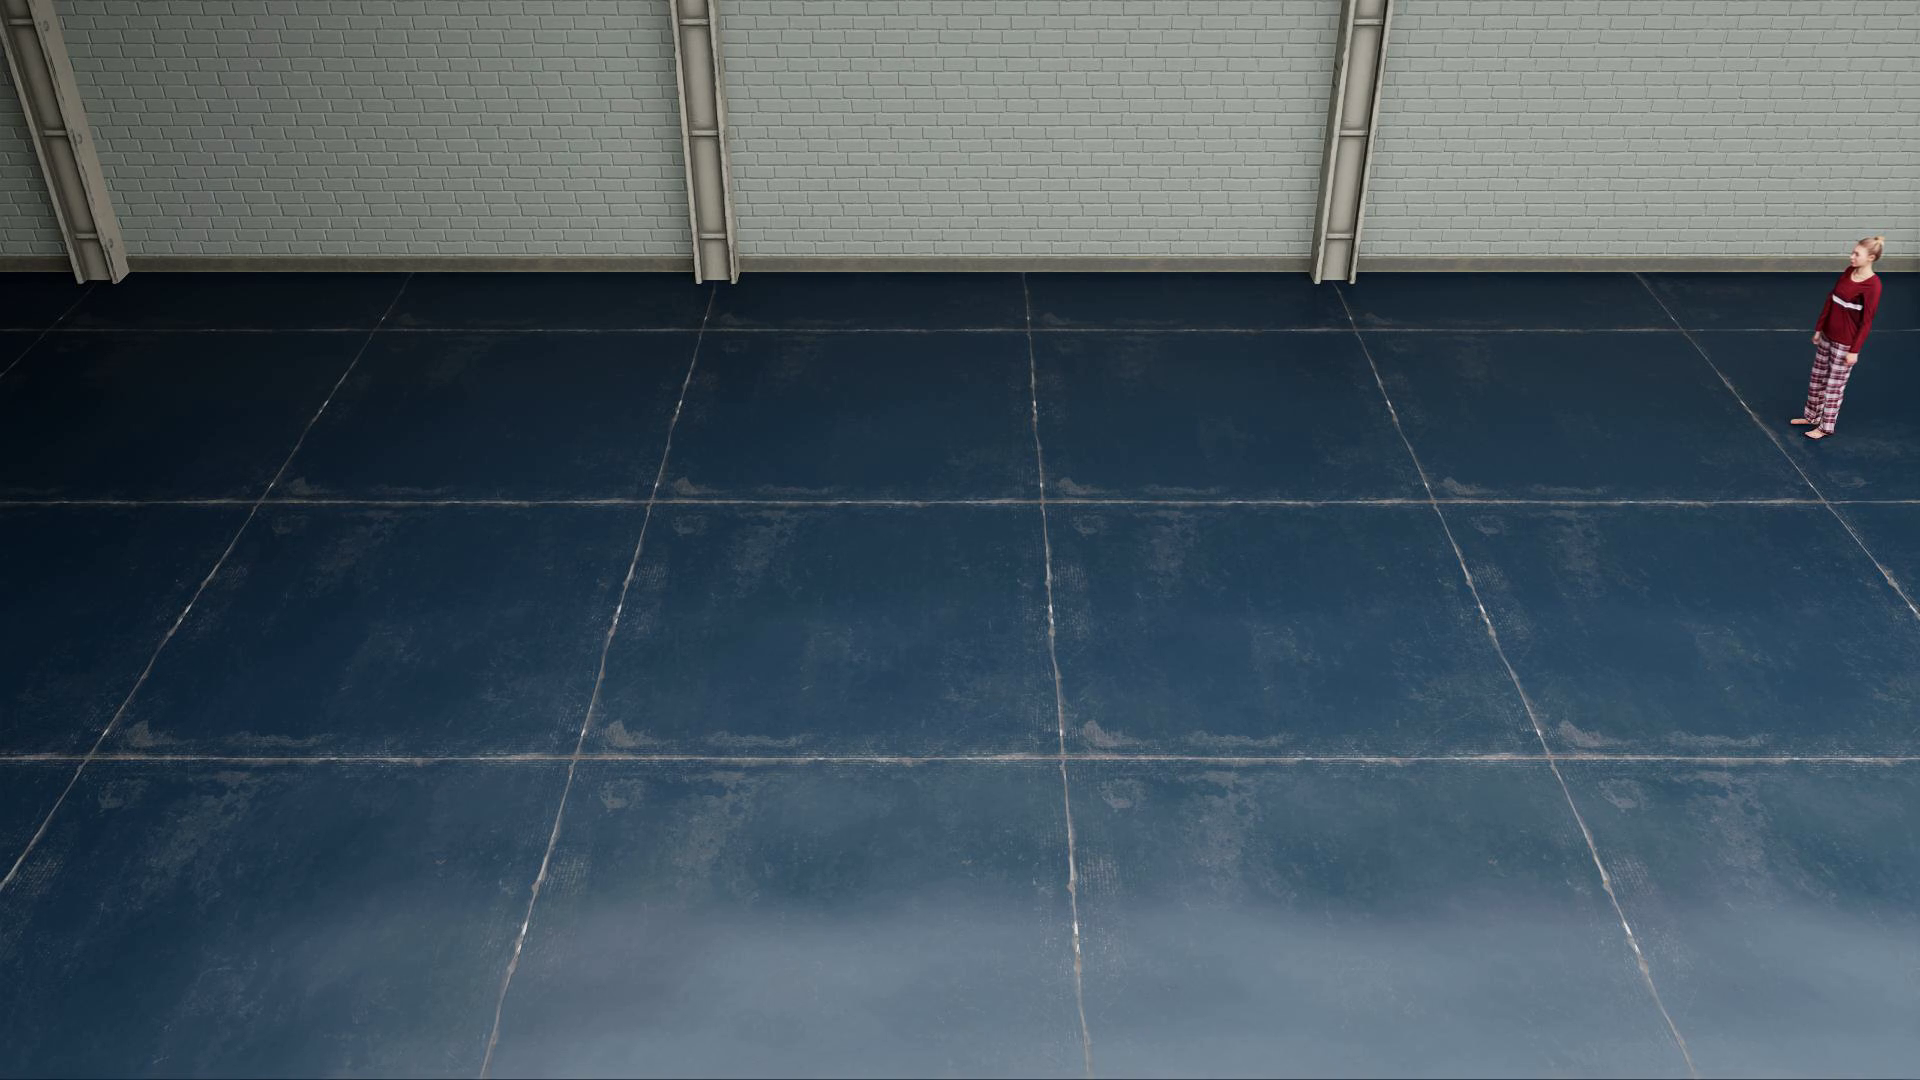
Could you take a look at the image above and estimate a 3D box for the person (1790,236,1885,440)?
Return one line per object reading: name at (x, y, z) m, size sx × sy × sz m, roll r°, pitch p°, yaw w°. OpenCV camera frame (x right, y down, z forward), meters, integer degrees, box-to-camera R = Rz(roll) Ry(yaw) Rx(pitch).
person at (6.999, -1.611, 13.207) m, size 0.568 × 1.700 × 0.662 m, roll -6°, pitch 33°, yaw -9°
